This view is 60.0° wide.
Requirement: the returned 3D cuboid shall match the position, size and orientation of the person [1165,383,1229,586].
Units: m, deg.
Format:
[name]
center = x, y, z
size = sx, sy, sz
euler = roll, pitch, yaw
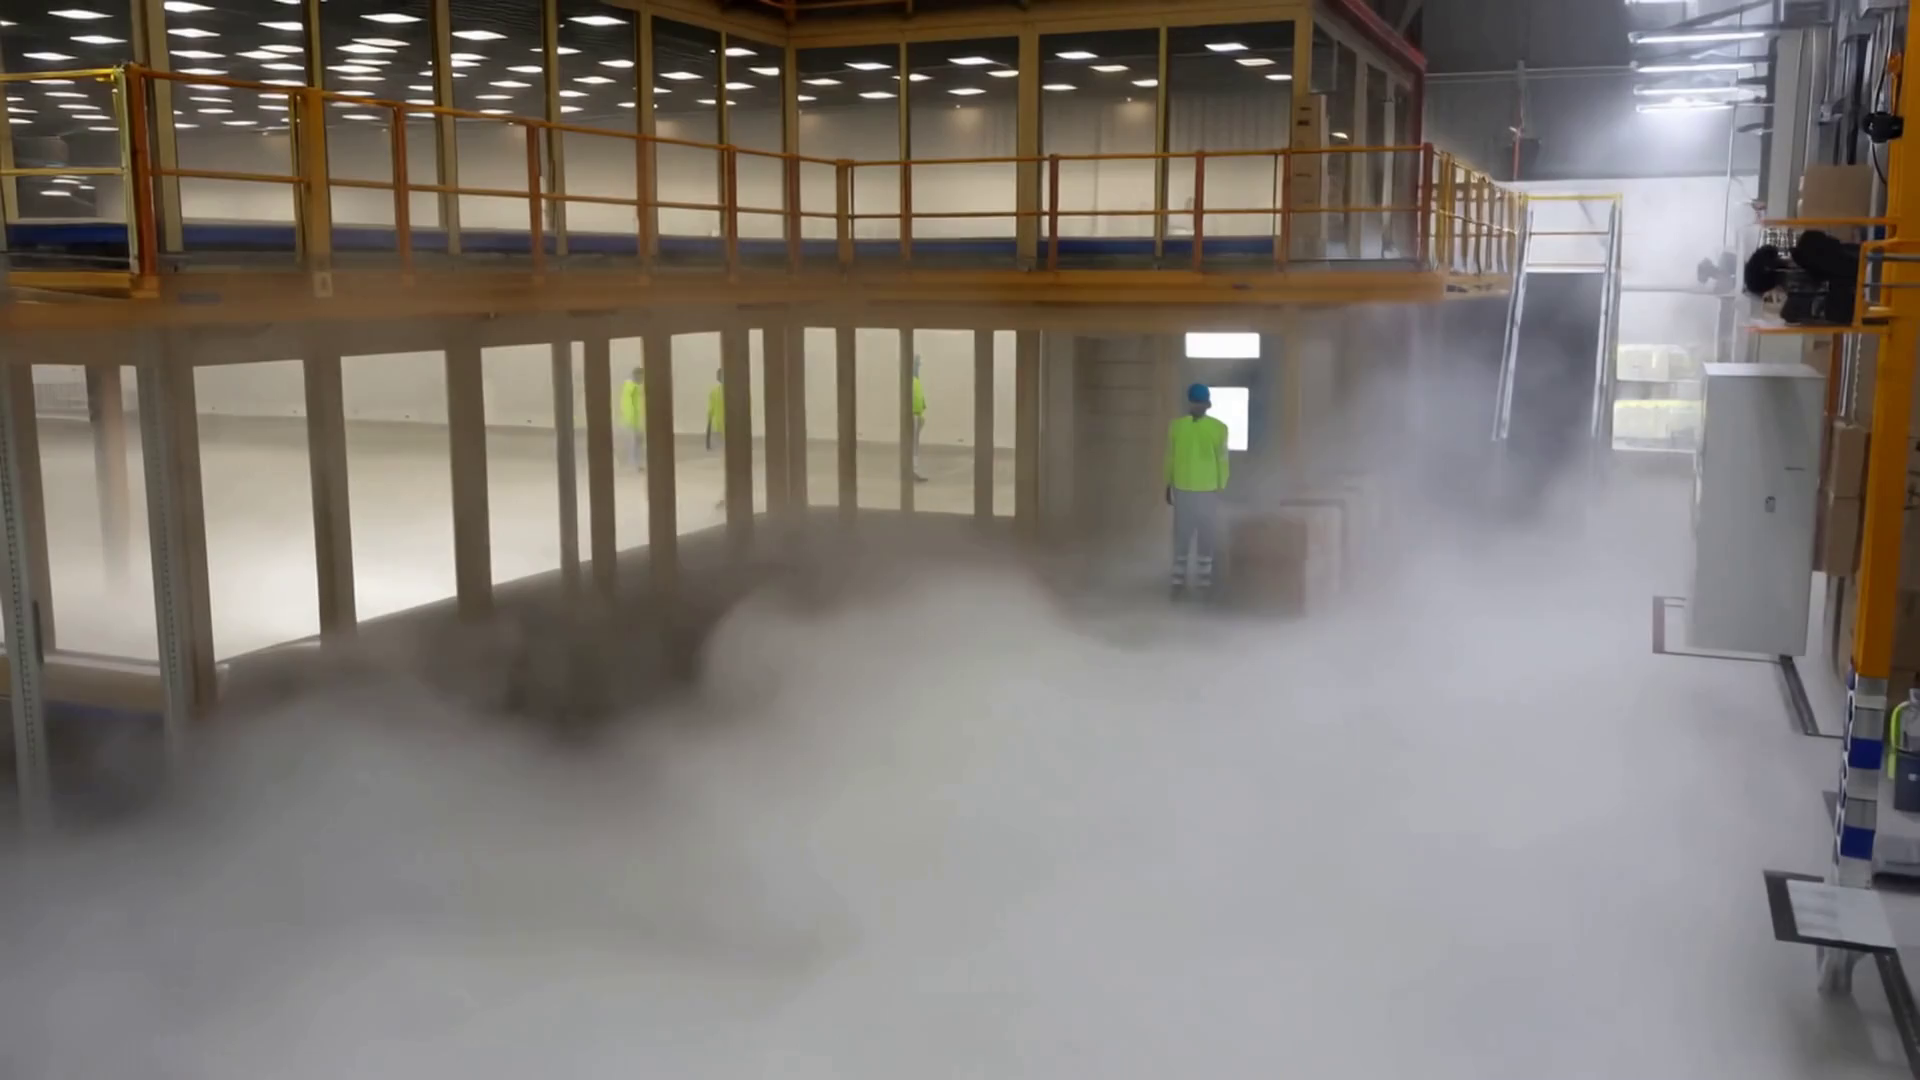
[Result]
[person]
center = 2.292, -0.535, 16.133
size = 0.612, 1.986, 0.406
euler = 1, 9, 8
